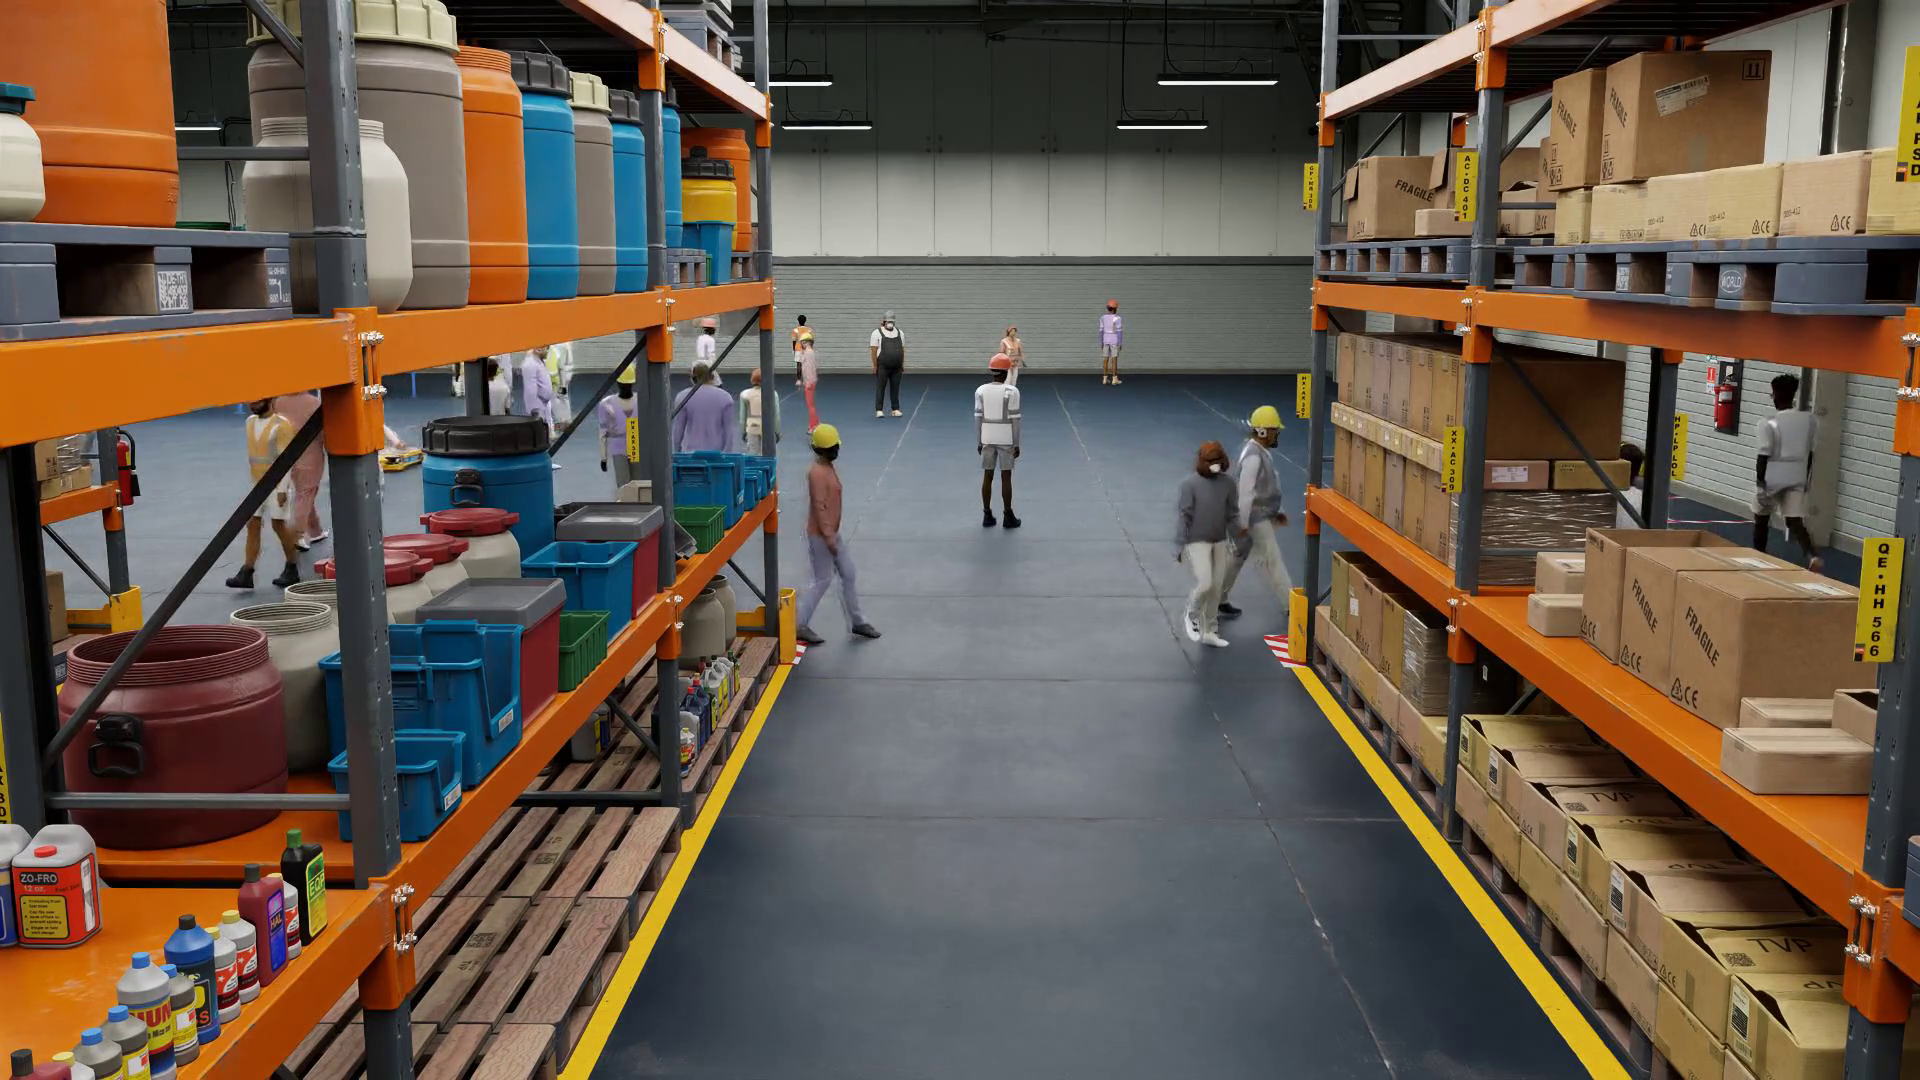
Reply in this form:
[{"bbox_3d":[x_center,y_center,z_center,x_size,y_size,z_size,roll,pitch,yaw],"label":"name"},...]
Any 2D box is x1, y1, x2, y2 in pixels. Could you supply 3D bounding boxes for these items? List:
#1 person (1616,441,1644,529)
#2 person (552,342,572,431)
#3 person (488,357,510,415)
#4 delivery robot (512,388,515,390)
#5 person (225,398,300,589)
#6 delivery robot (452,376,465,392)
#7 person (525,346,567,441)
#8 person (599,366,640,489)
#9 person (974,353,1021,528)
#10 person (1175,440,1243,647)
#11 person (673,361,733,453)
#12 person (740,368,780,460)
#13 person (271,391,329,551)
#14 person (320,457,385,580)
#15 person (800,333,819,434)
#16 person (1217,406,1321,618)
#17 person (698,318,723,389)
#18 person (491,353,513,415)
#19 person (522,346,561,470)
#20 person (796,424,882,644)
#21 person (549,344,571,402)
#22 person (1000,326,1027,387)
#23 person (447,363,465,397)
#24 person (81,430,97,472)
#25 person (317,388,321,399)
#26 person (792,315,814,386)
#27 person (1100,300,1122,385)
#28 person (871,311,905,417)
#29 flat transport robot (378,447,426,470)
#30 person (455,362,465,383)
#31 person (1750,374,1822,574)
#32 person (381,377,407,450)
[{"bbox_3d":[4.185,0.281,10.611,0.549,1.832,0.887,0,9,-2],"label":"person"},{"bbox_3d":[-7.056,-2.872,29.162,0.527,1.925,0.663,-1,10,-8],"label":"person"},{"bbox_3d":[-5.530,-1.243,19.675,0.530,1.848,0.721,-9,13,-43],"label":"person"},{"bbox_3d":[-9.558,-3.207,34.365,0.335,0.223,0.698,9,13,41],"label":"delivery robot"},{"bbox_3d":[-6.335,-0.492,15.019,0.588,1.895,0.795,4,10,22],"label":"person"},{"bbox_3d":[-11.128,-3.531,37.083,0.477,0.478,0.707,-3,10,-20],"label":"delivery robot"},{"bbox_3d":[-6.953,-2.591,27.906,0.631,1.805,0.947,-8,13,-41],"label":"person"},{"bbox_3d":[-3.576,-0.956,17.887,0.579,1.882,0.963,-4,10,-22],"label":"person"},{"bbox_3d":[0.434,-1.121,18.664,0.547,1.938,0.377,5,11,26],"label":"person"},{"bbox_3d":[1.915,0.032,12.703,0.597,1.608,0.378,-5,11,-28],"label":"person"},{"bbox_3d":[-2.723,-0.963,17.847,0.635,1.901,0.865,-4,10,-25],"label":"person"},{"bbox_3d":[-2.515,-1.349,20.952,0.524,1.632,0.484,1,10,6],"label":"person"},{"bbox_3d":[-6.819,-0.842,17.249,0.643,1.864,0.982,2,10,11],"label":"person"},{"bbox_3d":[-5.149,-0.239,14.173,0.637,1.677,0.532,0,9,0],"label":"person"},{"bbox_3d":[-2.631,-2.720,28.906,0.326,1.722,0.643,0,9,-1],"label":"person"},{"bbox_3d":[2.501,-0.217,13.720,0.951,1.776,0.593,2,10,10],"label":"person"},{"bbox_3d":[-4.631,-3.205,31.222,0.771,1.909,0.566,-7,12,-37],"label":"person"},{"bbox_3d":[-7.487,-2.528,27.073,0.615,1.943,0.409,7,12,36],"label":"person"},{"bbox_3d":[-6.078,-1.936,23.716,0.629,1.880,0.654,1,10,4],"label":"person"},{"bbox_3d":[-1.005,-0.046,12.931,0.644,1.718,0.559,2,10,11],"label":"person"},{"bbox_3d":[-8.211,-3.557,34.073,0.557,1.663,0.704,1,10,7],"label":"person"},{"bbox_3d":[1.084,-3.650,34.719,0.530,1.633,0.375,-8,12,-38],"label":"person"},{"bbox_3d":[-11.056,-3.962,36.718,0.530,1.591,0.854,-3,10,-19],"label":"person"},{"bbox_3d":[-12.028,-1.853,23.162,0.633,1.911,0.881,-9,13,-44],"label":"person"},{"bbox_3d":[-8.430,-1.769,22.751,0.653,1.881,0.806,-8,12,-40],"label":"person"},{"bbox_3d":[-3.776,-4.555,39.952,0.535,1.699,0.318,-3,10,-19],"label":"person"},{"bbox_3d":[3.680,-4.798,40.374,0.609,2.044,0.394,8,12,39],"label":"person"},{"bbox_3d":[-1.343,-3.359,31.891,0.688,2.000,0.535,-4,10,-25],"label":"person"},{"bbox_3d":[-8.274,-1.198,24.238,0.652,0.197,1.431,0,9,1],"label":"flat transport robot"},{"bbox_3d":[-9.113,-3.124,31.145,0.660,1.786,0.982,1,10,8],"label":"person"},{"bbox_3d":[7.611,-0.559,15.311,0.611,1.938,0.842,-1,10,-5],"label":"person"},{"bbox_3d":[-8.580,-2.069,24.320,0.851,1.959,0.636,3,10,16],"label":"person"}]
